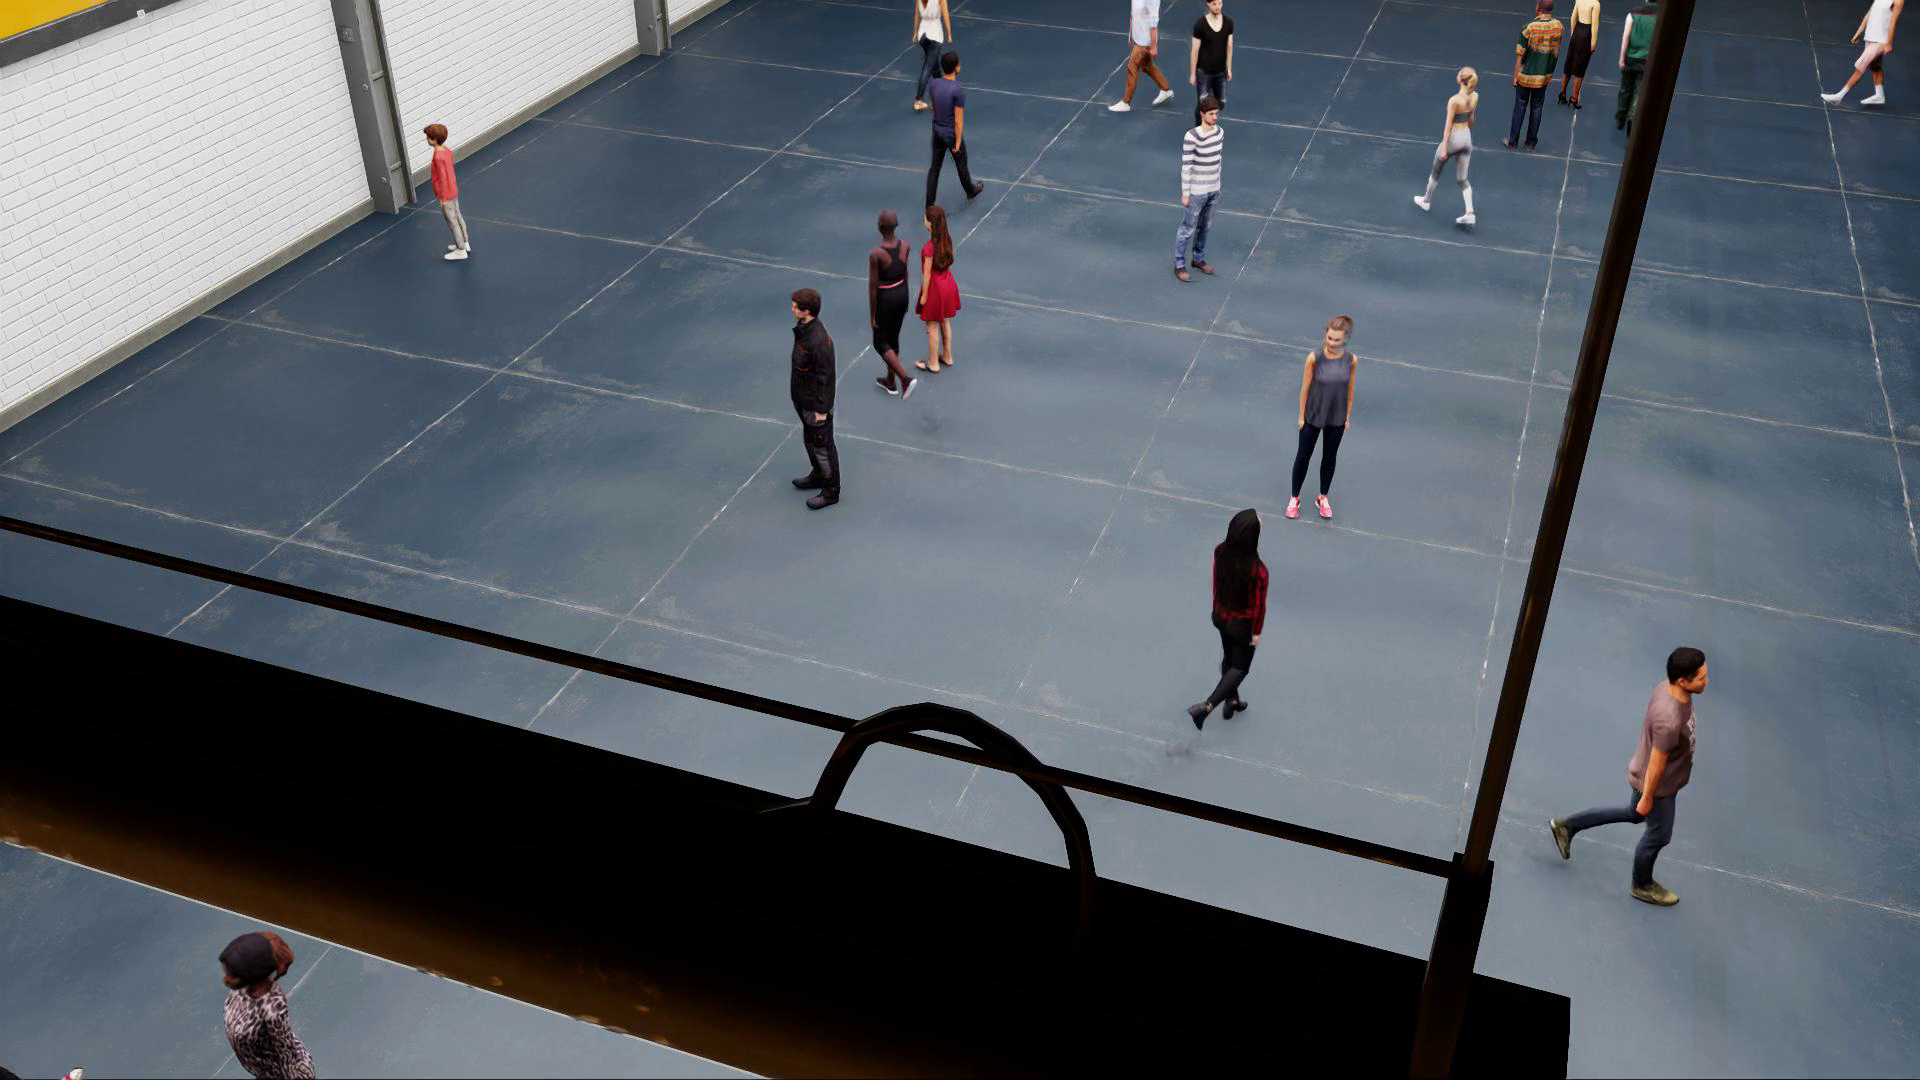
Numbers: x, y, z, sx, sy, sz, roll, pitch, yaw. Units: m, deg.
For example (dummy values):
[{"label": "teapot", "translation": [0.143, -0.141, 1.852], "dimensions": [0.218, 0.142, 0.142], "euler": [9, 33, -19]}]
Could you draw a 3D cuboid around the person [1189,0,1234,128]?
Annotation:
[{"label": "person", "translation": [2.939, -5.576, 19.671], "dimensions": [0.849, 1.885, 0.893], "euler": [-6, 34, -9]}]

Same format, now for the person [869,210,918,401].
[{"label": "person", "translation": [-0.551, -1.987, 14.403], "dimensions": [0.952, 1.739, 0.938], "euler": [-23, 40, -30]}]

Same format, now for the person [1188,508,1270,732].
[{"label": "person", "translation": [1.724, 0.556, 10.667], "dimensions": [0.966, 1.640, 0.819], "euler": [-27, 42, -34]}]

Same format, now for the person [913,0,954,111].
[{"label": "person", "translation": [-0.411, -6.237, 20.798], "dimensions": [0.821, 1.738, 1.174], "euler": [22, 39, 29]}]

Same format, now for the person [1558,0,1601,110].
[{"label": "person", "translation": [7.828, -6.283, 20.943], "dimensions": [0.721, 1.654, 0.662], "euler": [-15, 36, -21]}]

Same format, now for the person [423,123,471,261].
[{"label": "person", "translation": [-5.267, -3.591, 17.108], "dimensions": [0.639, 1.417, 0.509], "euler": [-1, 34, -1]}]

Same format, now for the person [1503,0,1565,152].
[{"label": "person", "translation": [6.782, -5.497, 19.624], "dimensions": [0.780, 1.806, 0.785], "euler": [-1, 34, -2]}]

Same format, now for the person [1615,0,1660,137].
[{"label": "person", "translation": [8.192, -5.761, 20.005], "dimensions": [0.632, 1.824, 0.999], "euler": [11, 35, 16]}]

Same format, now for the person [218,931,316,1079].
[{"label": "person", "translation": [-3.150, 2.466, 7.726], "dimensions": [0.694, 1.716, 0.668], "euler": [-28, 43, -36]}]

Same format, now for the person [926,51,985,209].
[{"label": "person", "translation": [-0.205, -4.317, 17.910], "dimensions": [0.817, 1.738, 1.172], "euler": [20, 38, 27]}]

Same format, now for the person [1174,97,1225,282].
[{"label": "person", "translation": [2.407, -3.524, 16.614], "dimensions": [0.670, 1.852, 0.783], "euler": [-21, 39, -29]}]

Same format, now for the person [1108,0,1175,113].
[{"label": "person", "translation": [2.378, -6.267, 20.792], "dimensions": [1.166, 1.796, 1.198], "euler": [-8, 34, -12]}]

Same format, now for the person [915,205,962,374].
[{"label": "person", "translation": [-0.194, -2.268, 14.998], "dimensions": [0.682, 1.550, 0.612], "euler": [21, 39, 28]}]

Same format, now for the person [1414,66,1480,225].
[{"label": "person", "translation": [5.357, -4.162, 17.748], "dimensions": [1.083, 1.659, 1.160], "euler": [-14, 36, -20]}]

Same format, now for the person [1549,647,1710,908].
[{"label": "person", "translation": [3.848, 1.314, 9.423], "dimensions": [0.771, 1.756, 0.988], "euler": [16, 37, 22]}]

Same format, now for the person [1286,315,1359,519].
[{"label": "person", "translation": [2.818, -0.953, 12.861], "dimensions": [0.628, 1.725, 0.621], "euler": [2, 34, 2]}]

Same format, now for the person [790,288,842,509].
[{"label": "person", "translation": [-1.132, -1.127, 13.018], "dimensions": [0.850, 1.840, 0.773], "euler": [-13, 36, -18]}]

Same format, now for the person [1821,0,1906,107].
[{"label": "person", "translation": [11.575, -6.260, 20.836], "dimensions": [0.974, 1.735, 1.133], "euler": [0, 34, 0]}]
